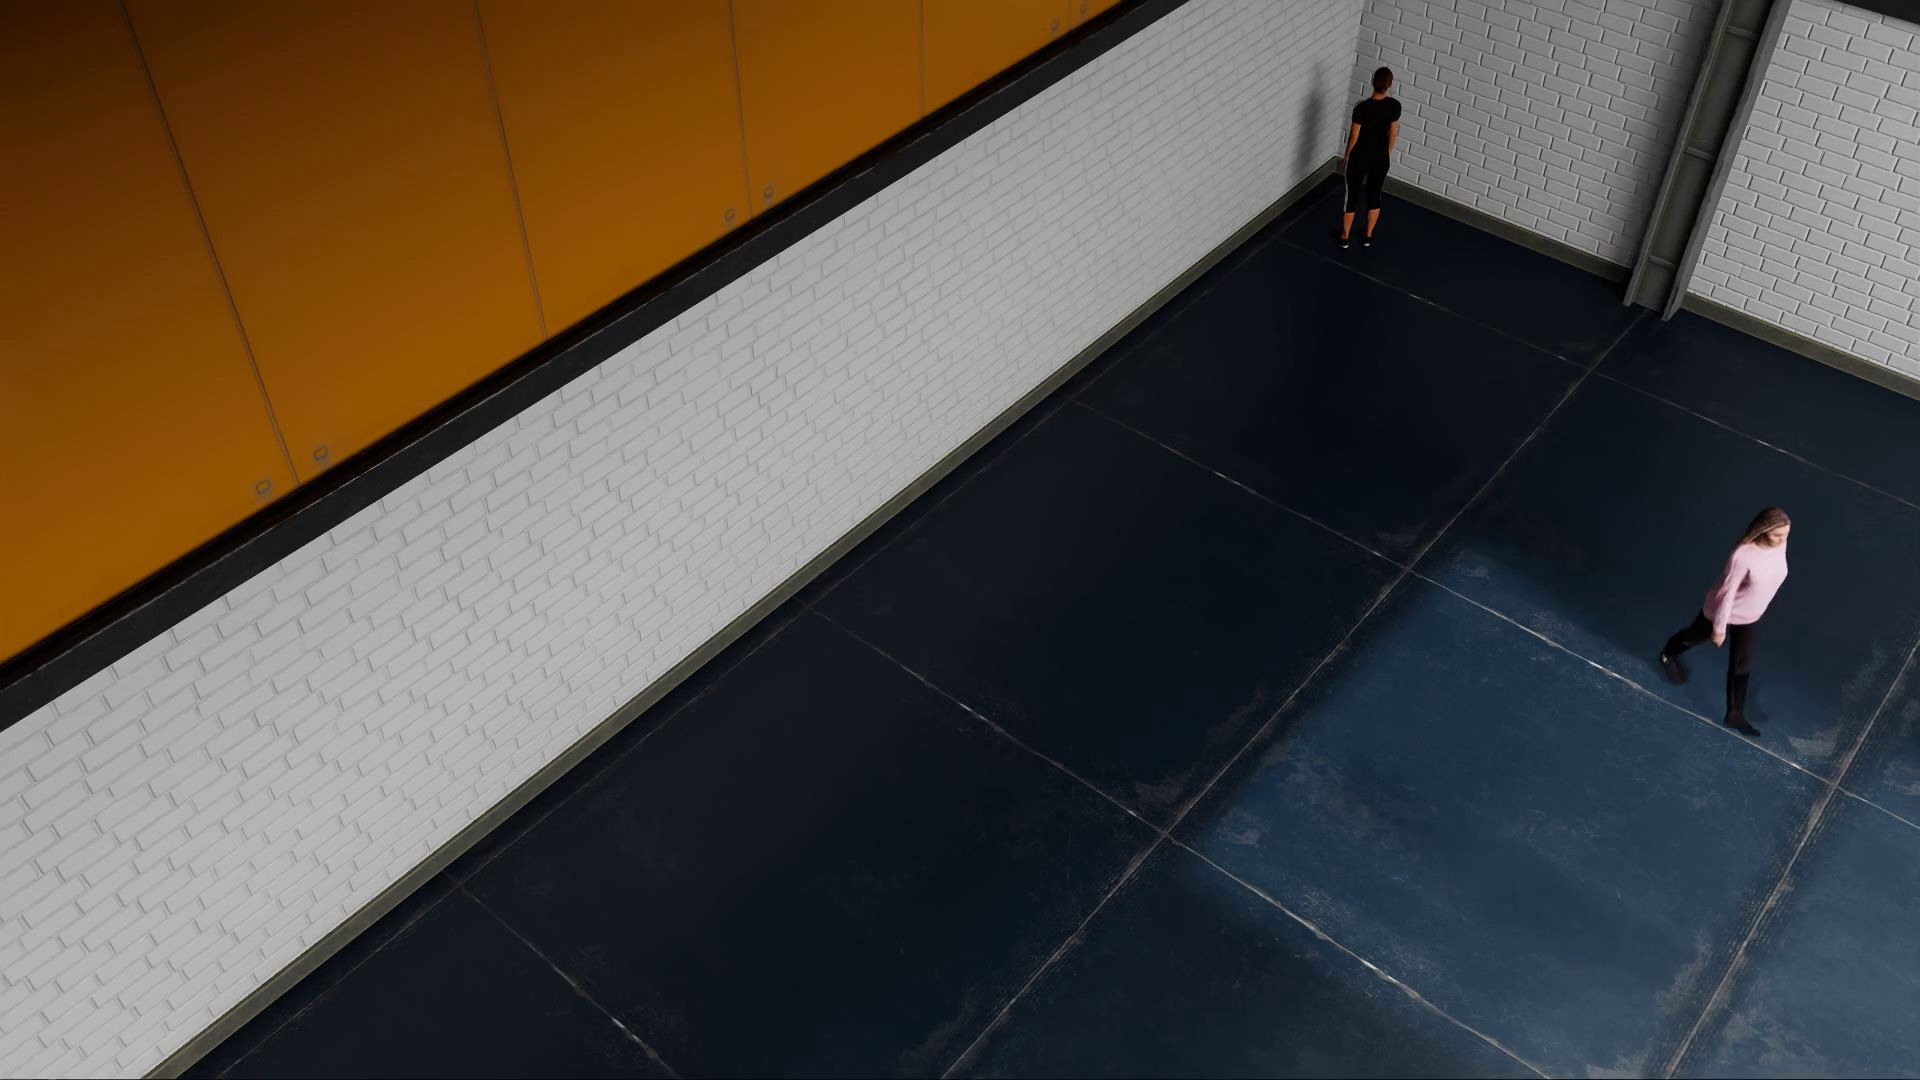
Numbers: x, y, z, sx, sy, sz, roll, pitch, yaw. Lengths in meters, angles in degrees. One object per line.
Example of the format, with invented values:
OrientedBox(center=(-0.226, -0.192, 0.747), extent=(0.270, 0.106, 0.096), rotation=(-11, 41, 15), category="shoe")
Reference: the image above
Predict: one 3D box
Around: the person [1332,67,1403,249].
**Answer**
OrientedBox(center=(3.497, -3.278, 14.247), extent=(0.655, 1.669, 0.708), rotation=(-5, 44, -5), category="person")

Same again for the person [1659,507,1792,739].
OrientedBox(center=(4.769, 0.394, 10.415), extent=(0.981, 1.638, 1.188), rotation=(-14, 45, -14), category="person")
